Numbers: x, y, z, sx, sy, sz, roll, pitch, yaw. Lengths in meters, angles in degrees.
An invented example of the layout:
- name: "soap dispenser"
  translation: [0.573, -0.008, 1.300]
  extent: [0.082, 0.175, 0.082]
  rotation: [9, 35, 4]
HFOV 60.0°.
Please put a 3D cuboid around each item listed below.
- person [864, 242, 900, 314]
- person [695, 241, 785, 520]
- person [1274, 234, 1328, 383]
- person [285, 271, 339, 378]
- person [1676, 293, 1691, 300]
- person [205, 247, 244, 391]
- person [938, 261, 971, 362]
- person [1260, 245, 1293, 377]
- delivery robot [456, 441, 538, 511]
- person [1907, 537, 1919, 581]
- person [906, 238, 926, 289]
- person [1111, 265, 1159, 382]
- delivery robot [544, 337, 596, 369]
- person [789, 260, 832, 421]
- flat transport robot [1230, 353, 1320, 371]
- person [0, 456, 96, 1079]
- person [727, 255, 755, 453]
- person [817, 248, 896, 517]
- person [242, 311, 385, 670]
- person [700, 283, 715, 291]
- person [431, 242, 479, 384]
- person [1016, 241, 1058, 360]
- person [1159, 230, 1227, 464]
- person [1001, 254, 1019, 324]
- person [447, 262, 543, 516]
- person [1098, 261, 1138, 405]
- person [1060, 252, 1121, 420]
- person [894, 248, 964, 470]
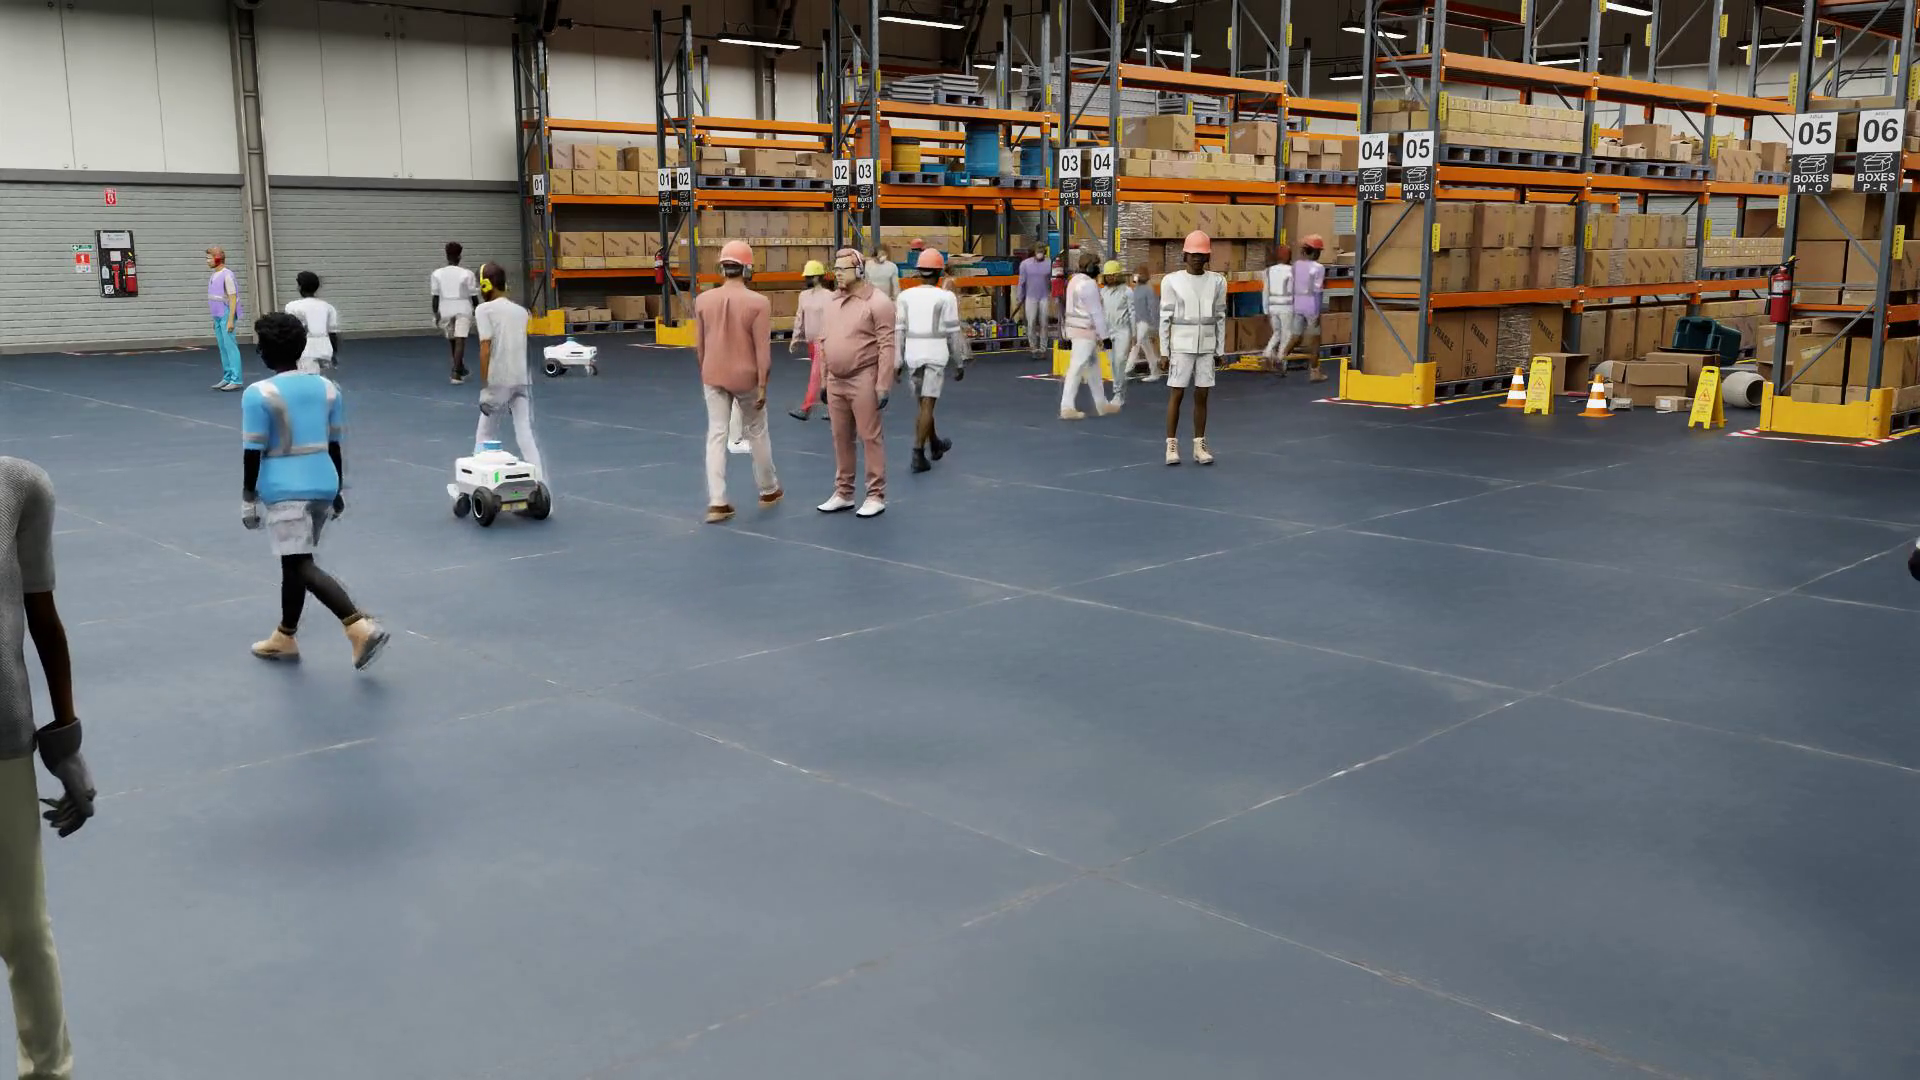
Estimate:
- name: "person"
  translation: [-1.291, -3.678, 25.891]
  extent: [0.637, 1.901, 0.883]
  rotation: [-5, 12, -26]
- name: "person"
  translation: [-1.588, -1.164, 12.012]
  extent: [0.616, 1.952, 0.969]
  rotation: [2, 11, 13]
- name: "person"
  translation: [4.698, -3.157, 22.724]
  extent: [0.830, 2.019, 0.622]
  rotation: [-7, 13, -35]
- name: "person"
  translation: [-6.419, -1.826, 16.459]
  extent: [0.889, 1.646, 0.545]
  rotation: [7, 12, 32]
- name: "person"
  translation: [15.279, -5.365, 35.001]
  extent: [0.548, 1.929, 0.386]
  rotation: [-2, 11, -9]
- name: "person"
  translation: [-9.546, -2.869, 21.611]
  extent: [0.373, 1.841, 0.570]
  rotation: [-10, 14, -42]
- name: "person"
  translation: [-0.229, -3.603, 26.285]
  extent: [0.885, 1.586, 0.531]
  rotation: [-4, 11, -18]
- name: "person"
  translation: [4.580, -3.259, 23.685]
  extent: [0.439, 1.872, 0.581]
  rotation: [-9, 14, -41]
- name: "delivery robot"
  translation: [-3.312, -0.463, 11.870]
  extent: [0.477, 0.478, 0.707]
  rotation: [-8, 13, -39]
- name: "person"
  translation: [3.729, -0.017, 5.912]
  extent: [0.586, 1.905, 0.557]
  rotation: [0, 10, -1]
- name: "person"
  translation: [-0.760, -4.455, 29.989]
  extent: [0.350, 1.942, 0.545]
  rotation: [-10, 14, -42]
- name: "person"
  translation: [2.411, -2.943, 22.689]
  extent: [0.834, 1.584, 0.523]
  rotation: [-5, 11, -25]
- name: "delivery robot"
  translation: [-5.599, -2.673, 23.916]
  extent: [0.707, 0.478, 0.477]
  rotation: [0, 10, -1]
- name: "person"
  translation: [-1.590, -2.141, 17.961]
  extent: [0.526, 1.721, 0.904]
  rotation: [9, 14, 42]
- name: "flat transport robot"
  translation: [4.754, -2.690, 25.038]
  extent: [1.431, 0.197, 0.652]
  rotation: [-10, 15, -44]
- name: "person"
  translation: [-2.072, 0.462, 3.408]
  extent: [0.513, 1.864, 0.313]
  rotation: [-8, 13, -37]
- name: "person"
  translation: [-2.034, -1.751, 15.481]
  extent: [0.331, 1.862, 0.500]
  rotation: [-2, 11, -11]
- name: "person"
  translation: [-0.773, -1.127, 11.940]
  extent: [0.651, 1.906, 0.403]
  rotation: [8, 13, 38]
- name: "person"
  translation: [-3.013, -0.221, 7.673]
  extent: [0.826, 1.667, 0.531]
  rotation: [4, 11, 23]
- name: "person"
  translation: [-5.372, -5.253, 34.672]
  extent: [0.546, 1.820, 0.604]
  rotation: [-8, 13, -37]
- name: "person"
  translation: [-6.883, -3.110, 22.779]
  extent: [0.609, 1.904, 1.050]
  rotation: [1, 10, 5]
- name: "person"
  translation: [1.263, -3.848, 26.803]
  extent: [0.719, 1.893, 0.835]
  rotation: [1, 10, 3]
- name: "person"
  translation: [2.053, -1.679, 14.580]
  extent: [0.613, 2.039, 0.393]
  rotation: [-2, 11, -11]
- name: "person"
  translation: [1.028, -4.996, 33.783]
  extent: [0.497, 1.633, 0.285]
  rotation: [9, 14, 41]
- name: "person"
  translation: [-3.354, -1.086, 12.002]
  extent: [0.977, 1.796, 0.593]
  rotation: [7, 13, 34]
- name: "person"
  translation: [1.809, -2.417, 19.536]
  extent: [0.494, 1.700, 0.744]
  rotation: [6, 12, 31]
- name: "person"
  translation: [1.479, -2.232, 18.252]
  extent: [0.873, 1.806, 0.641]
  rotation: [-2, 11, -11]
- name: "person"
  translation: [-0.249, -1.582, 14.483]
  extent: [0.569, 1.878, 1.008]
  rotation: [5, 11, 25]
